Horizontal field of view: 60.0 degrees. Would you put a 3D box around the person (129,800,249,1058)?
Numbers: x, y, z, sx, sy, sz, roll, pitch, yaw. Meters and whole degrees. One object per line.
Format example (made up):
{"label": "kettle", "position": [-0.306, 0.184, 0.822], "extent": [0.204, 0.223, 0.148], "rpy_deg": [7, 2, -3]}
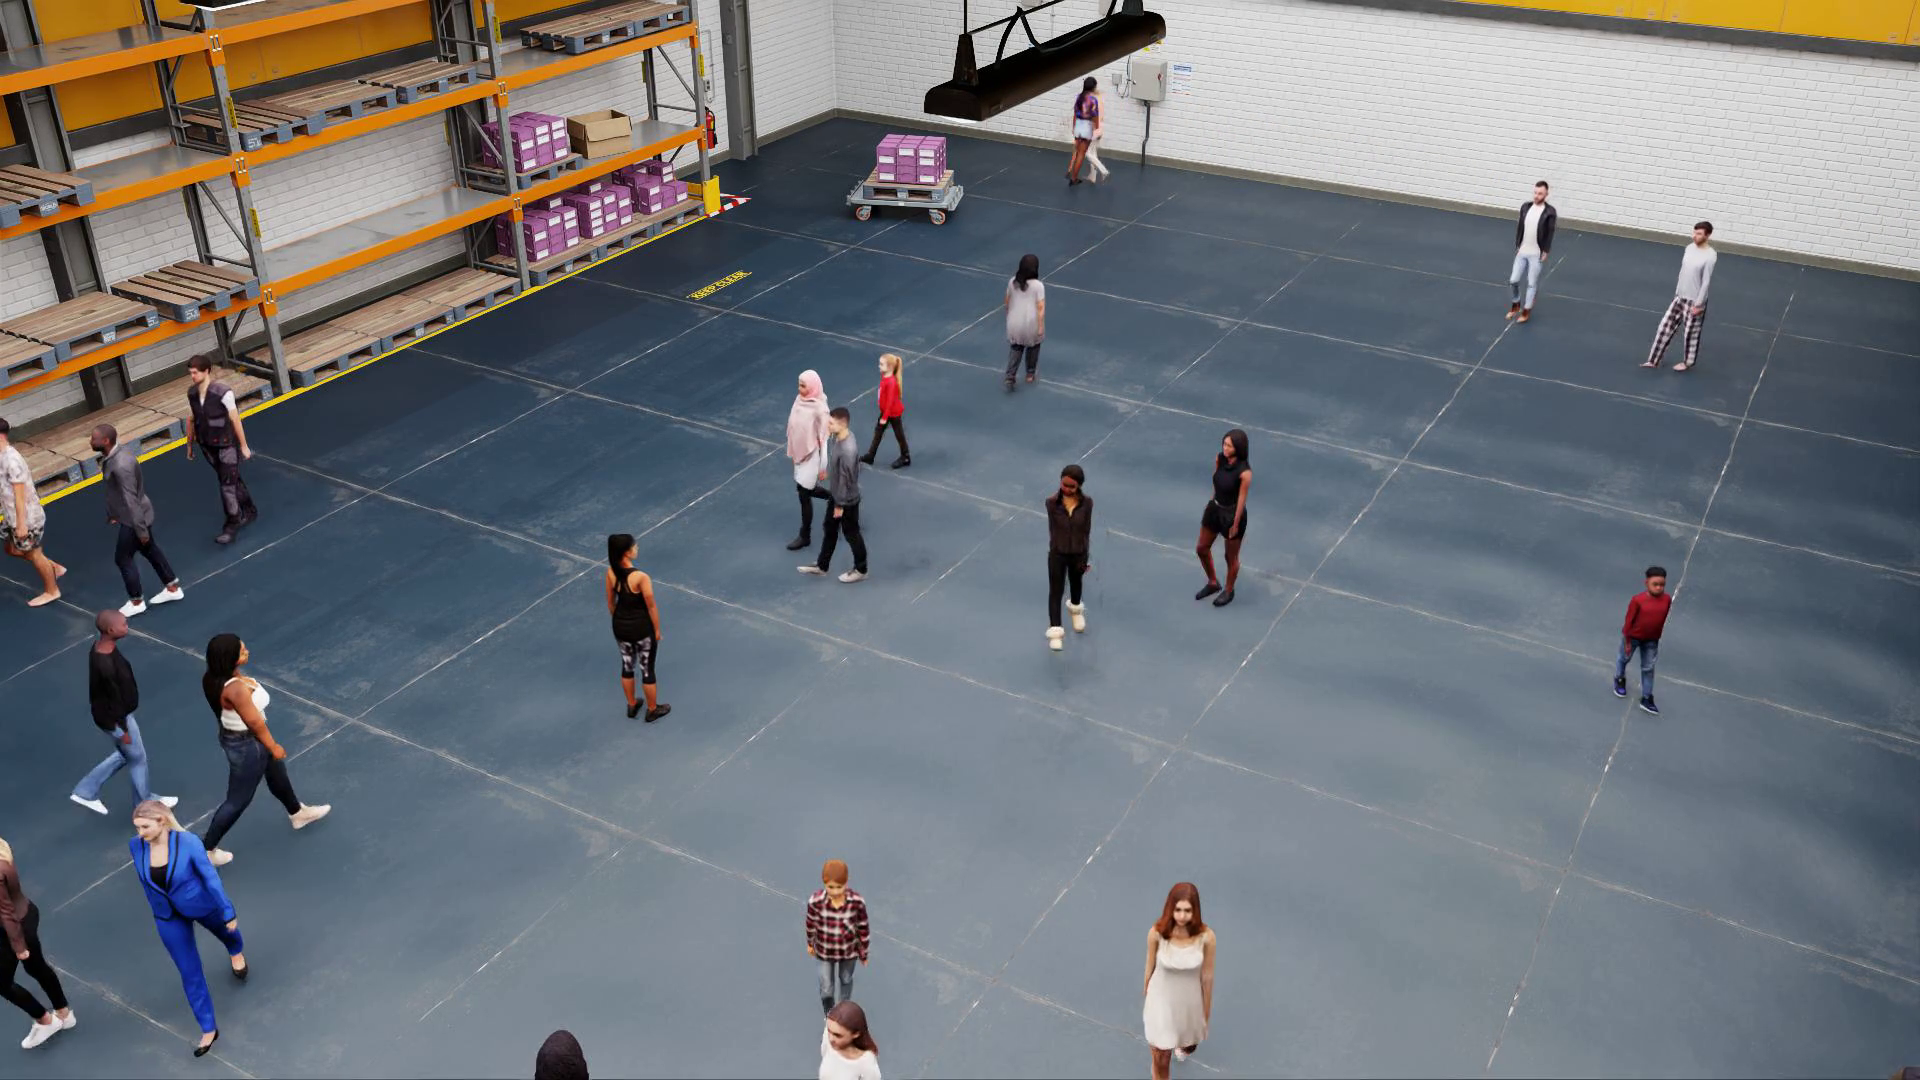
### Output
{"label": "person", "position": [-4.757, 2.256, 10.335], "extent": [1.164, 1.644, 1.296], "rpy_deg": [-4, 29, -7]}

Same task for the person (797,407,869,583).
{"label": "person", "position": [-0.974, -0.406, 15.106], "extent": [0.998, 1.748, 0.937], "rpy_deg": [-7, 29, -12]}

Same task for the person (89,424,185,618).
{"label": "person", "position": [-7.205, -0.207, 14.694], "extent": [1.017, 1.794, 0.952], "rpy_deg": [-15, 32, -26]}

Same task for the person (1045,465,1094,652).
{"label": "person", "position": [0.956, 0.190, 14.124], "extent": [1.139, 1.642, 0.898], "rpy_deg": [13, 31, 23]}

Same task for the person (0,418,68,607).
{"label": "person", "position": [-8.261, -0.270, 14.800], "extent": [0.801, 1.802, 0.778], "rpy_deg": [-23, 36, -35]}

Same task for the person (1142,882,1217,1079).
{"label": "person", "position": [1.253, 2.617, 9.622], "extent": [0.772, 1.694, 1.069], "rpy_deg": [5, 29, 9]}

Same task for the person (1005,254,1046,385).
{"label": "person", "position": [0.714, -2.471, 19.084], "extent": [0.719, 1.564, 0.886], "rpy_deg": [12, 31, 20]}

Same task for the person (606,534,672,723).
{"label": "person", "position": [-2.588, 0.684, 13.193], "extent": [0.596, 1.667, 0.533], "rpy_deg": [12, 31, 21]}

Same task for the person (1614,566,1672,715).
{"label": "person", "position": [5.523, 0.740, 13.539], "extent": [0.719, 1.238, 0.863], "rpy_deg": [1, 29, 2]}

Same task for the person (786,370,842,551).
{"label": "person", "position": [-1.348, -0.773, 15.741], "extent": [1.102, 1.784, 0.879], "rpy_deg": [-21, 35, -33]}

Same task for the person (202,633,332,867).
{"label": "person", "position": [-5.080, 1.498, 11.600], "extent": [1.311, 1.764, 0.966], "rpy_deg": [-20, 34, -32]}

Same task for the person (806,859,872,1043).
{"label": "person", "position": [-0.755, 2.469, 10.308], "extent": [0.680, 1.296, 0.737], "rpy_deg": [-2, 29, -3]}

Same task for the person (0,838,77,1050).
{"label": "person", "position": [-5.664, 2.340, 10.136], "extent": [0.747, 1.688, 0.704], "rpy_deg": [-11, 31, -20]}

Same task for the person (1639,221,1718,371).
{"label": "person", "position": [8.631, -2.842, 19.491], "extent": [1.095, 1.826, 0.978], "rpy_deg": [-12, 31, -21]}

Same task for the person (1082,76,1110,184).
{"label": "person", "position": [2.150, -6.421, 26.172], "extent": [0.794, 1.710, 0.833], "rpy_deg": [25, 38, 38]}

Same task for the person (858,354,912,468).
{"label": "person", "position": [-0.661, -1.333, 17.316], "extent": [0.894, 1.259, 0.813], "rpy_deg": [-10, 30, -17]}

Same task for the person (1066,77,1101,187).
{"label": "person", "position": [1.902, -6.357, 26.052], "extent": [0.731, 1.714, 0.712], "rpy_deg": [20, 34, 32]}

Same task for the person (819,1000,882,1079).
{"label": "person", "position": [-0.504, 3.056, 8.835], "extent": [0.655, 1.675, 0.637], "rpy_deg": [22, 36, 34]}

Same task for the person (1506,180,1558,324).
{"label": "person", "position": [7.252, -3.656, 20.983], "extent": [0.691, 1.826, 0.636], "rpy_deg": [22, 35, 34]}

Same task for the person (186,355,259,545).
{"label": "person", "position": [-7.056, -0.949, 16.020], "extent": [0.827, 1.827, 1.024], "rpy_deg": [9, 30, 15]}

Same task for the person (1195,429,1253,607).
{"label": "person", "position": [2.434, -0.210, 14.767], "extent": [0.737, 1.728, 0.707], "rpy_deg": [-19, 34, -31]}

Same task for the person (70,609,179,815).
{"label": "person", "position": [-6.168, 1.324, 11.969], "extent": [1.012, 1.714, 0.871], "rpy_deg": [-15, 32, -25]}
